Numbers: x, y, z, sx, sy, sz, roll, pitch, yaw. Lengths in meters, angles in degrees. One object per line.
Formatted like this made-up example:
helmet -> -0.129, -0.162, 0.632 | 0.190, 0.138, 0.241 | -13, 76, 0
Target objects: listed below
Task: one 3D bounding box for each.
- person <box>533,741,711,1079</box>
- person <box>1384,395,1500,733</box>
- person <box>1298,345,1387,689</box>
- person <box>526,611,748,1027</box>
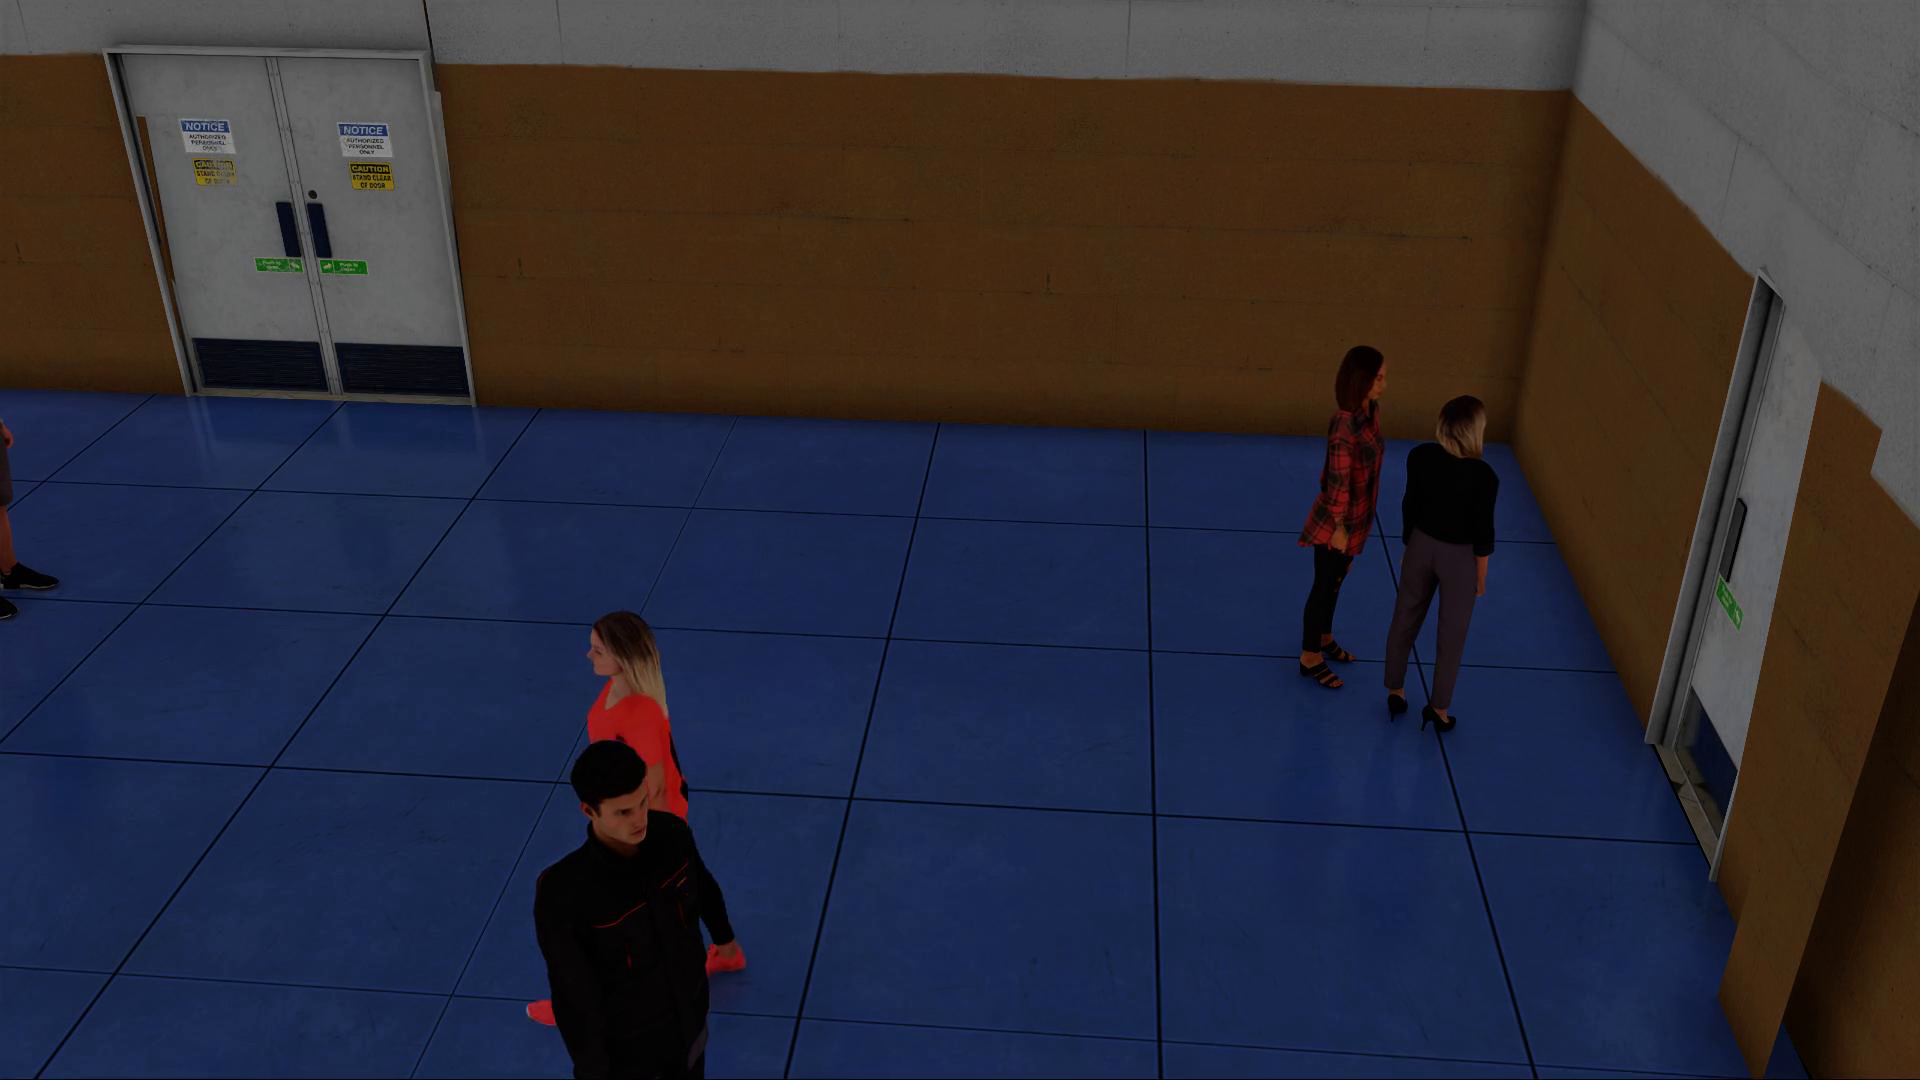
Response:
person -> -0.939, 1.389, 4.858 | 0.854, 1.946, 0.719 | 18, 33, 29
person -> 2.151, 0.122, 7.463 | 0.675, 1.672, 0.709 | 24, 37, 36
person -> 1.807, -0.116, 7.869 | 0.746, 1.702, 0.616 | 14, 31, 23
person -> -1.012, 0.973, 5.922 | 0.896, 1.655, 1.058 | -6, 29, -11
